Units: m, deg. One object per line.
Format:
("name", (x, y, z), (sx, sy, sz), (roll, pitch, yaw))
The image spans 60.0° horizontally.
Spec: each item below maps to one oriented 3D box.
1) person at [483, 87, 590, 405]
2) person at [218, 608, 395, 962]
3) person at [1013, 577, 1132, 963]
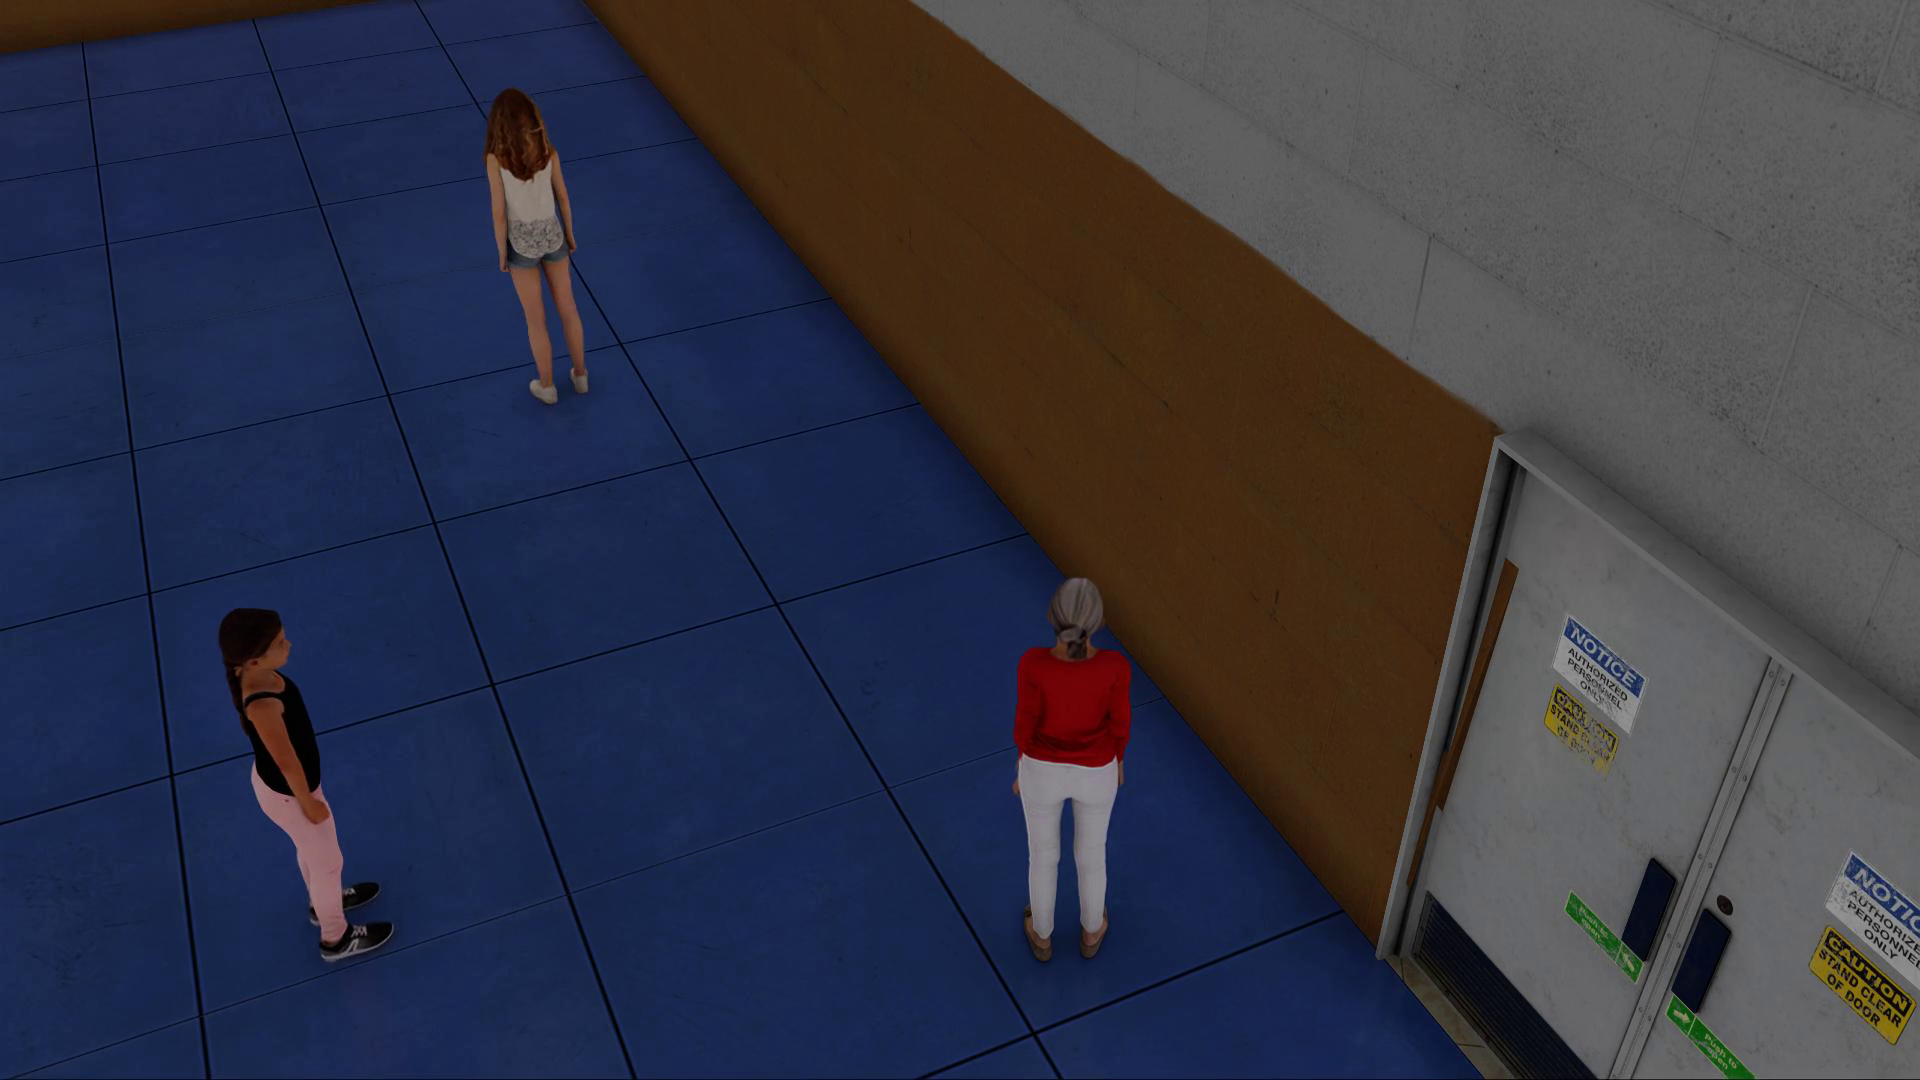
("person", (-2.232, -1.538, 8.804), (0.485, 1.759, 0.661), (-20, 41, -25))
("person", (-2.323, 0.853, 5.784), (0.544, 1.562, 0.543), (-20, 41, -25))
("person", (0.373, 0.811, 5.729), (0.588, 1.693, 0.693), (0, 37, 0))
